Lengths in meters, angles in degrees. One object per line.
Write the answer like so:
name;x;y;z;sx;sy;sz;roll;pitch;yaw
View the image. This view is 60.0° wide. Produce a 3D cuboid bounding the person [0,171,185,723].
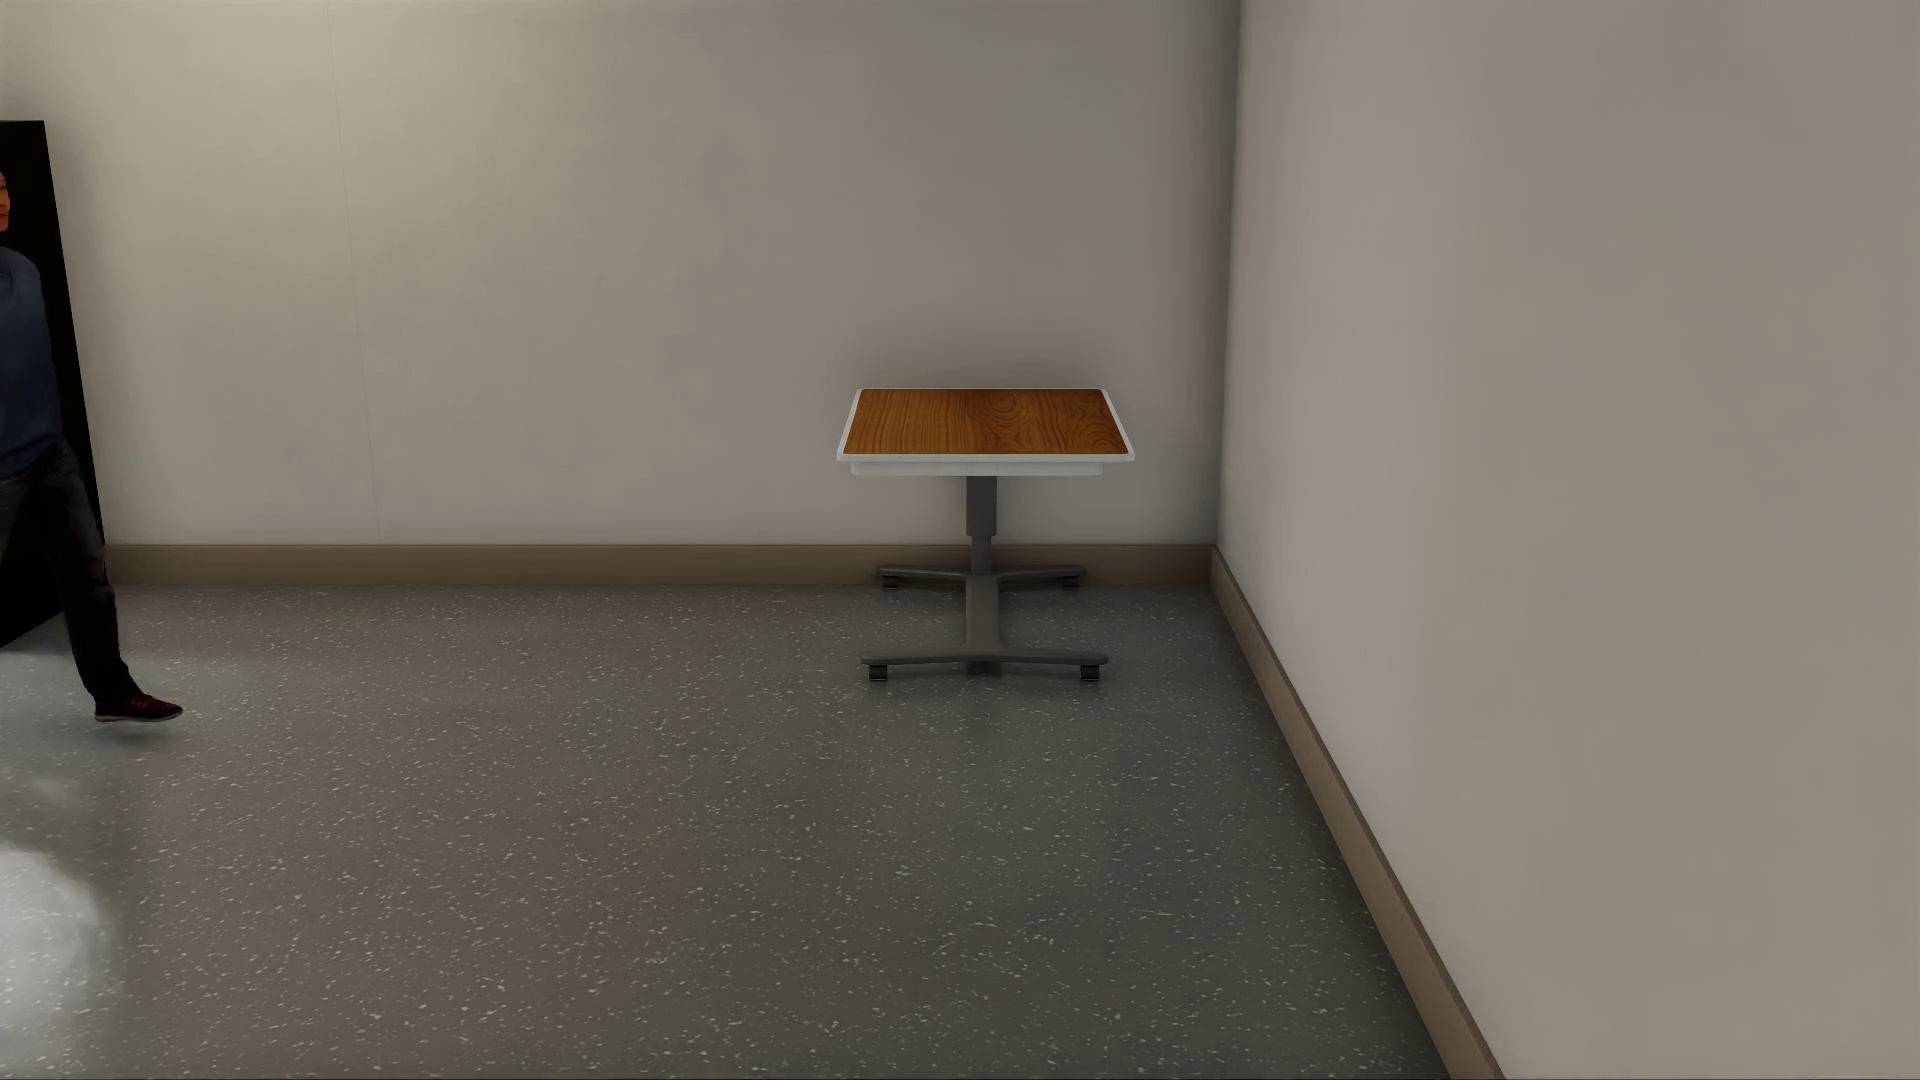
person;-2.971;-0.245;5.005;1.191;1.767;0.772;3;16;9
